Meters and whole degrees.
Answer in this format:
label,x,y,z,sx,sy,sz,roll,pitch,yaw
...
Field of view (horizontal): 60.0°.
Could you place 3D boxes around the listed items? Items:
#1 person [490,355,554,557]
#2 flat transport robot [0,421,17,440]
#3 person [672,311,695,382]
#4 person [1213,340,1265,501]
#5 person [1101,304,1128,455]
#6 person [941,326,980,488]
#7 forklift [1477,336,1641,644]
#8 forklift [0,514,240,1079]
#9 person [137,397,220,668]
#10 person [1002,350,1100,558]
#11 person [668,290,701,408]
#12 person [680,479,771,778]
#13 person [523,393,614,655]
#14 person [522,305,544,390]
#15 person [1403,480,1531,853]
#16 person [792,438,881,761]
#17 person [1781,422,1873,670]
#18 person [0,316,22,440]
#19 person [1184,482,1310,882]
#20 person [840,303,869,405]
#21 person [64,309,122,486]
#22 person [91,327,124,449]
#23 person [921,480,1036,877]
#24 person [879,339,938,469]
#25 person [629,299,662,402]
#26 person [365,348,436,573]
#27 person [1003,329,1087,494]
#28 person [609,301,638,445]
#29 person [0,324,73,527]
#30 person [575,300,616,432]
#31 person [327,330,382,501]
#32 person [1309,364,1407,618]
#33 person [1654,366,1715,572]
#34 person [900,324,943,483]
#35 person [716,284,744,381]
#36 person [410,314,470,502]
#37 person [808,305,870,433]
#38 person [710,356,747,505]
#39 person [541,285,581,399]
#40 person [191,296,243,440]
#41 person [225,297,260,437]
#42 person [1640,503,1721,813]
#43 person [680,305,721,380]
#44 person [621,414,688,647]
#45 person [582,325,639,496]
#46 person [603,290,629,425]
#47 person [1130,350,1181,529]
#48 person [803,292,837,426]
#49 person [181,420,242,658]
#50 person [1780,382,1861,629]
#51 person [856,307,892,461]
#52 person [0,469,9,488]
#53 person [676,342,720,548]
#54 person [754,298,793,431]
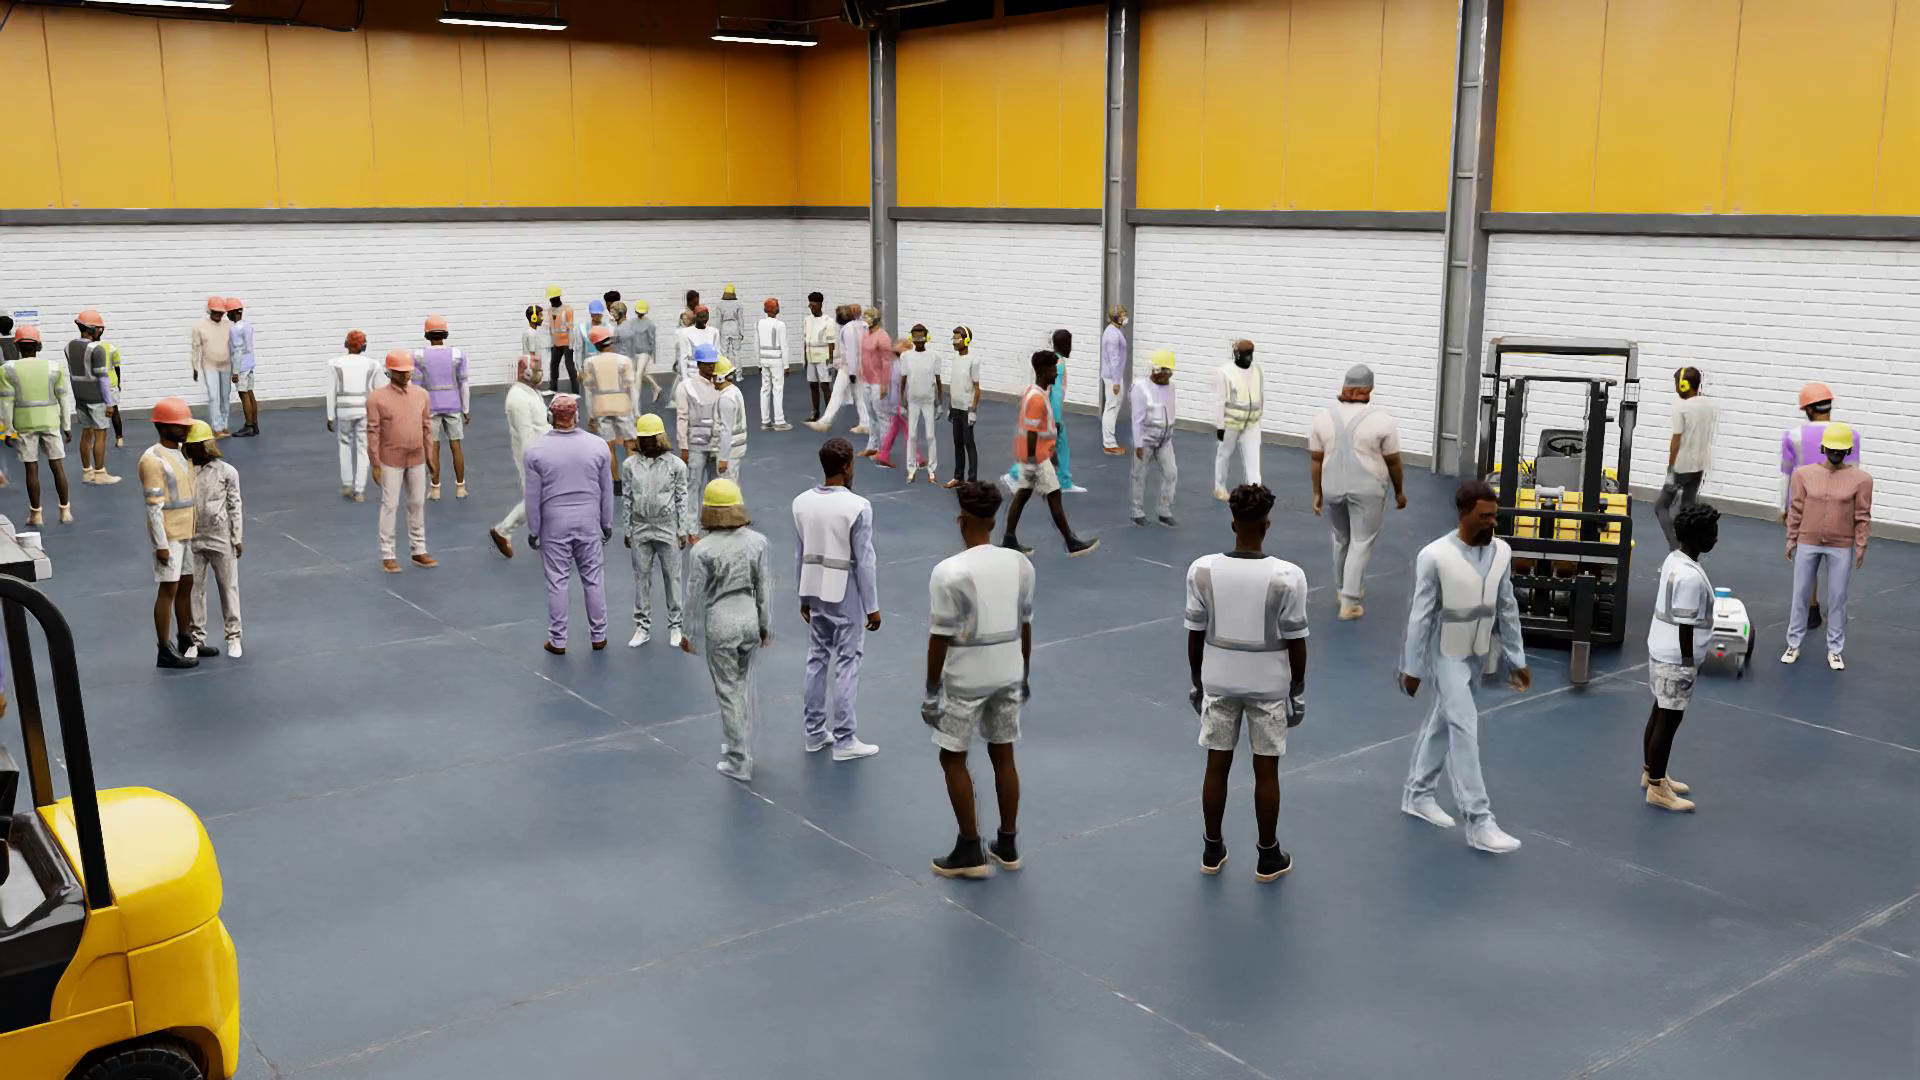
label,x,y,z,sx,sy,sz,roll,pitch,yaw
person,-3.924,-0.754,15.233,0.744,1.880,0.663,0,12,-2
flat transport robot,-13.595,-1.460,22.582,1.431,0.197,0.652,-8,14,-35
person,-4.091,-2.690,25.292,0.519,1.611,0.740,3,12,16
person,3.024,-1.257,17.913,0.644,1.791,0.986,-4,12,-18
person,2.002,-2.071,21.482,0.361,1.938,0.635,0,12,2
person,0.020,-1.478,18.798,0.328,1.868,0.513,-9,14,-36
forklift,4.683,-0.471,13.136,1.214,2.155,2.313,4,12,20
forklift,-3.687,1.115,5.480,2.313,2.155,1.214,-9,15,-36
person,-5.535,-0.054,11.786,0.391,1.929,0.540,1,12,3
person,0.831,-0.789,15.311,0.969,1.918,0.625,-1,12,-3
person,-4.209,-2.981,26.068,0.872,1.860,0.683,1,12,3
person,-1.393,0.492,9.605,0.499,1.722,0.615,-10,15,-40
person,-2.845,-0.115,12.120,0.642,1.908,0.409,-5,13,-24
person,-5.742,-2.233,22.464,0.325,1.862,0.511,-3,12,-15
person,2.667,0.638,8.529,0.601,1.879,0.923,-7,14,-32
person,-0.751,0.350,9.872,0.595,1.913,0.387,10,15,39
person,6.107,0.041,11.731,0.524,1.761,0.341,7,14,32
person,-12.989,-2.215,22.770,0.320,1.695,0.537,10,15,40
person,1.392,0.690,8.084,0.605,1.966,0.367,5,13,23
person,-1.656,-2.960,26.551,0.524,1.644,0.330,-3,12,-12
person,-9.978,-1.635,19.174,0.619,2.028,0.409,6,13,26
person,-11.318,-2.038,21.911,0.541,1.695,0.315,-11,16,-43
person,0.098,0.679,8.191,0.647,1.940,0.445,-8,14,-35
person,-0.646,-1.658,20.340,0.793,1.594,0.510,2,12,8
person,-5.004,-2.969,26.377,0.554,1.717,0.793,7,14,32
person,-4.949,-0.711,14.787,0.402,1.990,0.622,11,16,42
person,0.942,-1.421,18.529,0.907,1.876,0.641,-1,12,-6
person,-4.506,-2.244,22.344,0.357,1.932,0.631,-2,12,-10
person,-9.330,-1.154,16.804,0.615,2.040,0.391,-9,15,-37
person,-5.044,-2.394,23.159,0.610,1.908,0.945,-3,12,-14
person,-6.676,-1.387,18.369,0.608,1.857,0.795,-5,13,-23
person,3.181,-0.423,13.279,0.699,2.000,0.804,10,15,40
person,6.351,-0.597,14.602,0.558,1.836,0.451,-5,13,-24
person,-0.450,-1.585,19.333,0.506,1.864,0.331,1,12,3
person,-4.143,-3.735,29.997,0.494,1.743,0.305,-1,12,-3
person,-5.673,-1.442,18.186,0.610,2.048,0.366,-5,13,-22
person,-1.685,-2.379,23.299,0.934,1.798,0.631,1,12,5
person,-2.235,-0.846,15.868,0.403,1.820,0.602,-1,12,-3
person,-6.604,-3.246,27.313,0.767,1.891,0.492,9,15,38
person,-10.111,-2.340,22.750,0.641,1.946,0.931,-9,15,-37
person,-9.974,-2.391,23.050,0.364,1.933,0.543,-1,12,-5
person,3.919,0.628,9.056,0.318,1.691,0.535,3,12,15
person,-3.486,-2.226,22.395,0.579,1.878,0.352,-8,14,-33
person,-2.254,-0.067,12.283,0.492,1.744,0.295,0,12,1
person,-3.888,-1.438,18.538,0.597,1.897,0.432,-1,12,-6
person,-5.003,-2.667,24.311,0.375,1.960,0.600,-6,13,-28
person,1.965,-0.981,16.549,0.621,1.795,0.675,-7,14,-32
person,-2.047,-2.624,24.119,0.605,1.958,0.373,10,16,41
person,-5.413,0.001,11.952,0.483,1.745,0.302,-2,12,-11
person,6.636,-0.263,12.870,0.588,1.890,0.458,6,13,26
person,-1.066,-1.965,20.972,0.376,1.940,0.629,-6,13,-28
person,-11.271,-1.436,18.561,0.596,1.888,1.050,11,16,42
person,-2.404,-0.901,15.823,0.614,1.948,0.400,-9,15,-38
person,-2.659,-2.500,23.687,0.584,1.884,0.346,8,14,35
